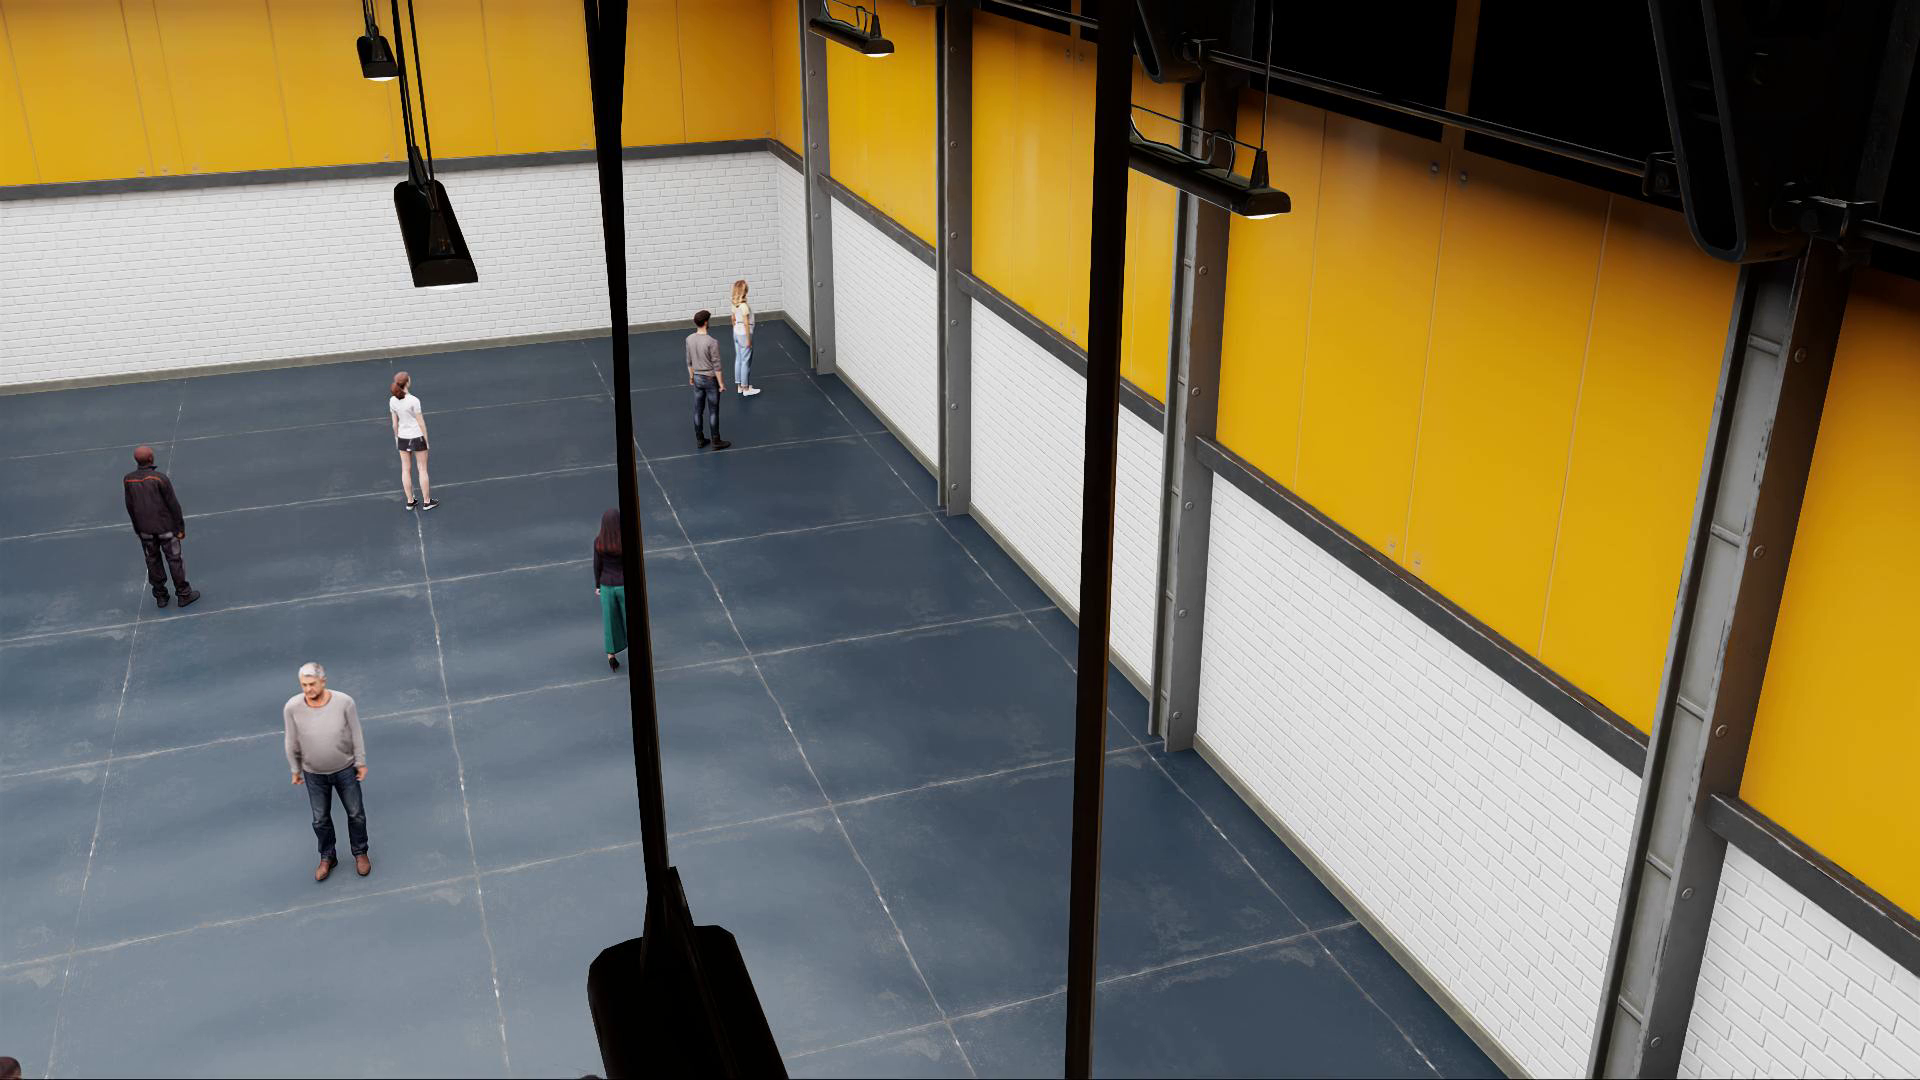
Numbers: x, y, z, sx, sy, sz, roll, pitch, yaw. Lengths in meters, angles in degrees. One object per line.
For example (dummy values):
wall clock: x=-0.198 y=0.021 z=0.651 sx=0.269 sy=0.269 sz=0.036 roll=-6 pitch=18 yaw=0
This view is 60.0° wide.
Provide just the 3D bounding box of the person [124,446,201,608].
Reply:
person: x=-8.645 y=-0.152 z=17.902 sx=0.771 sy=1.825 sz=0.710 roll=-1 pitch=24 yaw=-2

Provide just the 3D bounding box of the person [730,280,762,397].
person: x=-3.207 y=-2.992 z=24.526 sx=0.729 sy=1.722 sz=0.551 roll=-15 pitch=28 yaw=-30

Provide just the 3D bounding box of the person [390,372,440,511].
person: x=-6.742 y=-1.218 z=20.431 sx=0.657 sy=1.752 sz=0.690 roll=3 pitch=24 yaw=6

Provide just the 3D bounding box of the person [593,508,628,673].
person: x=-3.394 y=0.498 z=16.523 sx=0.710 sy=1.738 sz=0.694 roll=3 pitch=24 yaw=6

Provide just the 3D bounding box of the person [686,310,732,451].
person: x=-3.424 y=-2.149 z=22.373 sx=0.769 sy=1.903 sz=0.837 roll=11 pitch=26 yaw=24

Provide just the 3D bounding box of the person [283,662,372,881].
person: x=-5.040 y=1.814 z=13.298 sx=0.768 sy=1.909 sz=0.660 roll=-5 pitch=24 yaw=-12
